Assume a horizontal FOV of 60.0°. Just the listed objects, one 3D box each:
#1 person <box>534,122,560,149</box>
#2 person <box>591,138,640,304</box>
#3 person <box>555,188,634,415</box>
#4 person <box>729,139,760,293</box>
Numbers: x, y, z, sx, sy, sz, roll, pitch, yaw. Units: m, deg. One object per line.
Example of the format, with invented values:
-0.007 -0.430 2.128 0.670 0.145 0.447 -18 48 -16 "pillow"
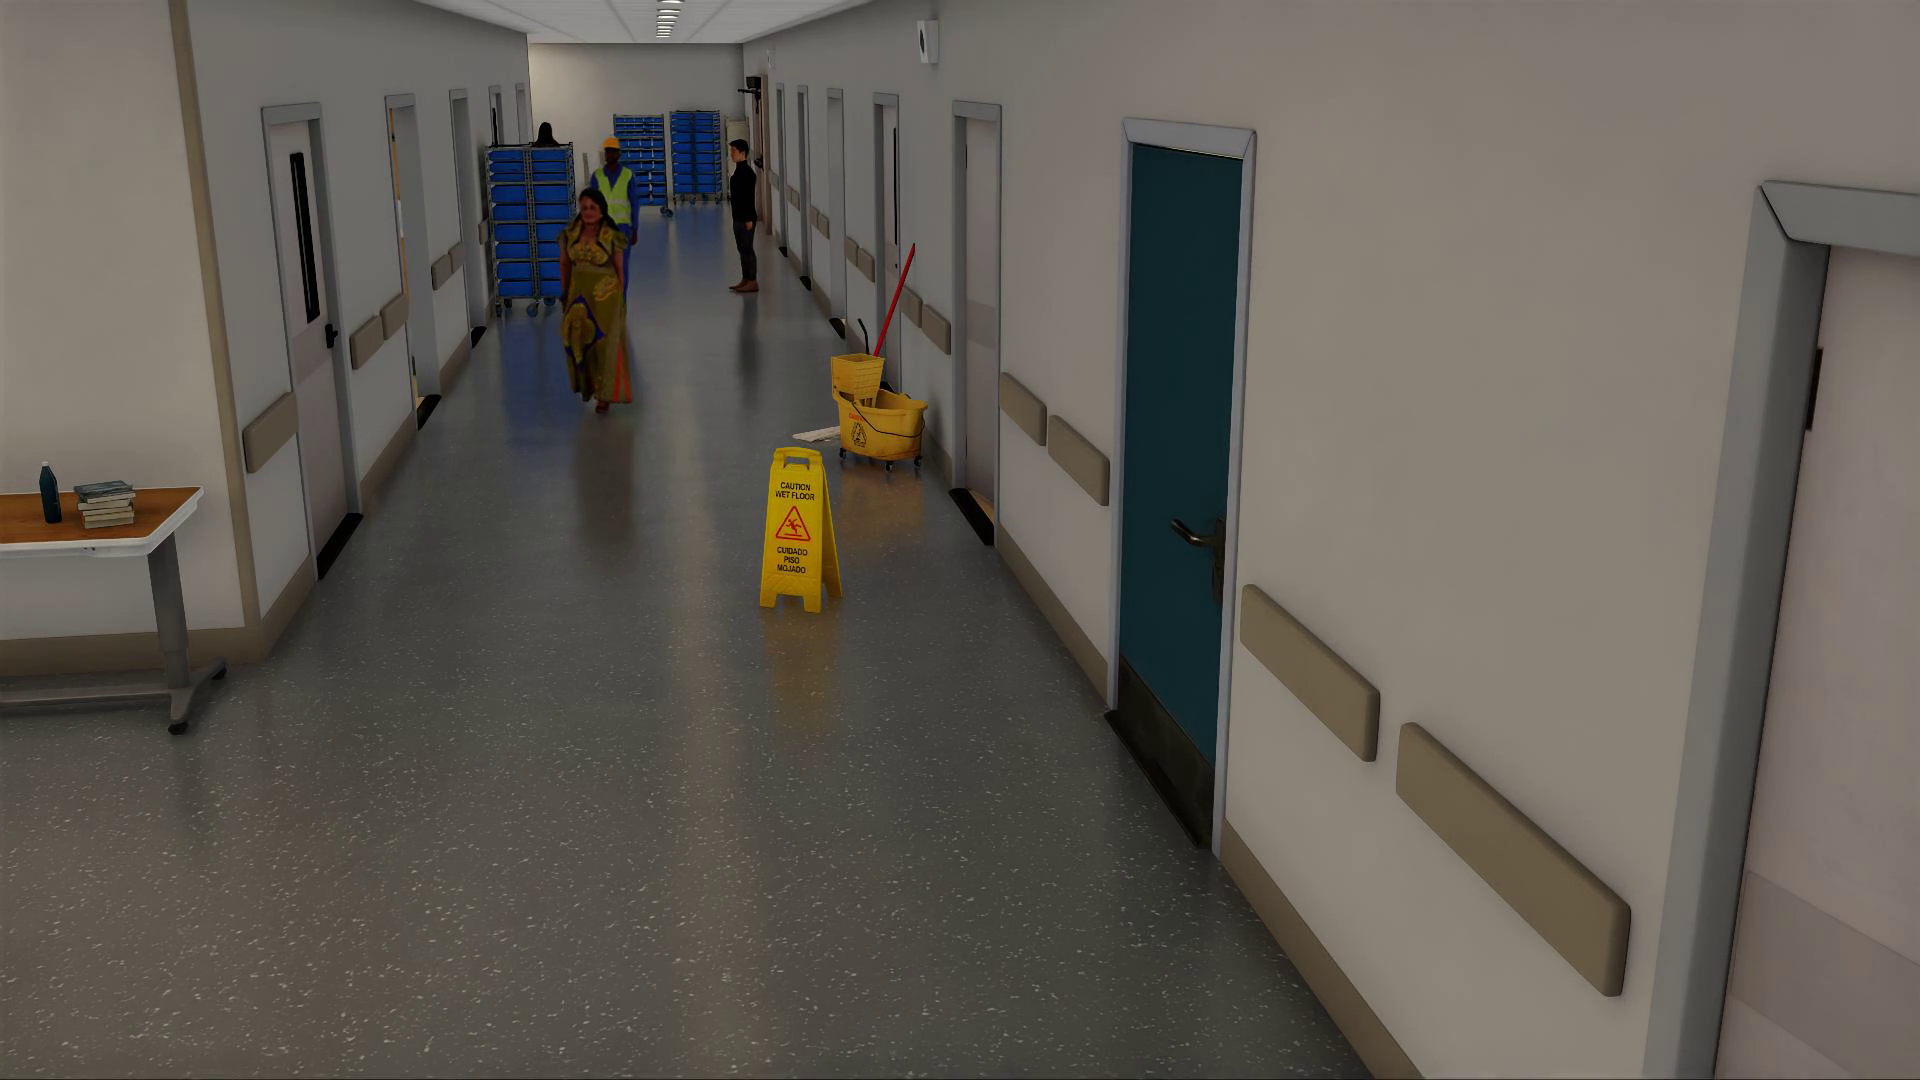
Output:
-6.842 -6.115 27.722 0.624 1.658 0.573 -6 17 -21 "person"
-3.594 -3.243 17.284 0.740 1.794 1.082 -1 16 -4 "person"
-2.715 -1.790 12.399 0.785 1.648 0.948 0 16 -1 "person"
-2.487 -3.738 19.172 0.752 1.722 0.563 -7 17 -23 "person"
